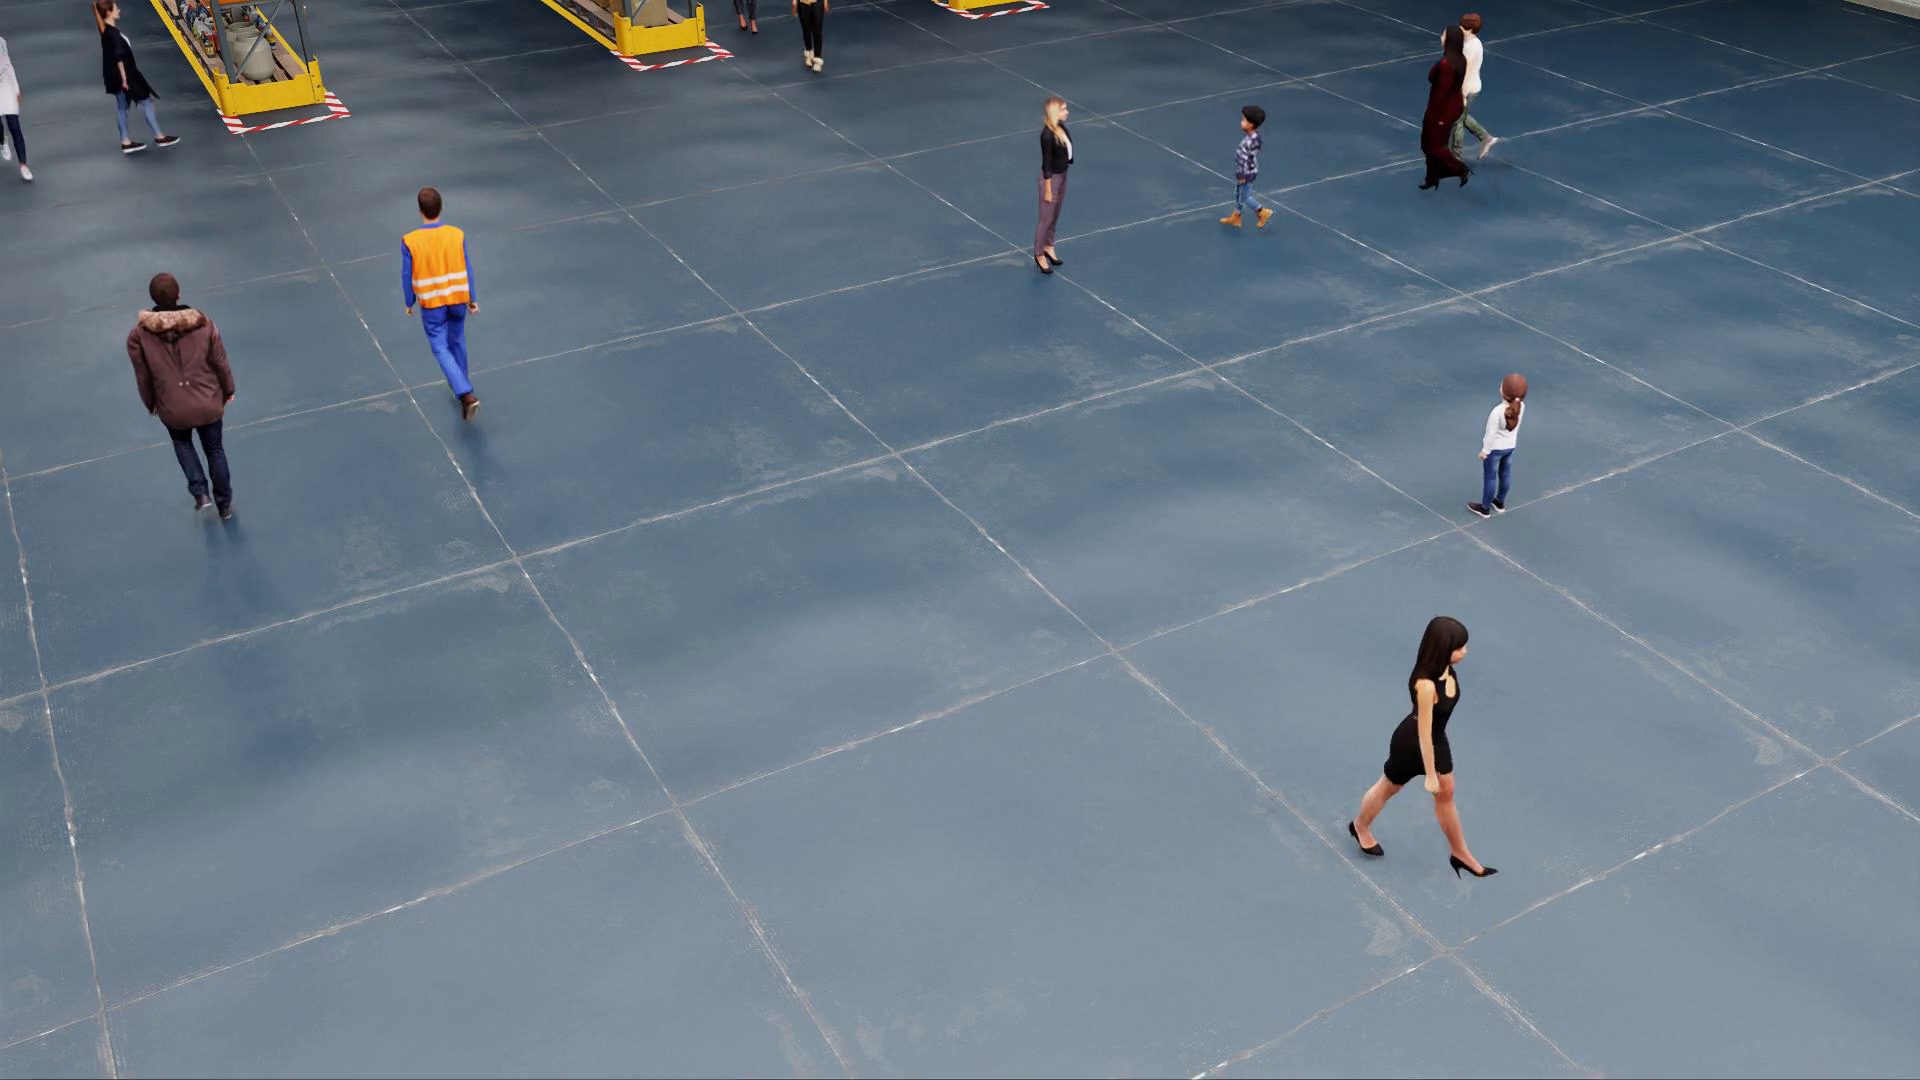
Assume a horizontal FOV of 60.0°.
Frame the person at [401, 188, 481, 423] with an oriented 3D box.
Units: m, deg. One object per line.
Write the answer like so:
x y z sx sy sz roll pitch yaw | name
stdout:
-4.006 -1.797 12.942 0.757 1.837 1.161 -21 38 -29 | person

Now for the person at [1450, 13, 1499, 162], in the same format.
5.548 -4.832 17.942 0.942 1.636 0.893 7 33 11 | person

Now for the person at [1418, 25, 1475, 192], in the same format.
5.082 -4.402 17.159 0.993 1.744 0.900 16 36 23 | person

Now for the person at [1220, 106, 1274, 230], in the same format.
2.883 -3.670 16.473 0.820 1.238 0.751 10 33 15 | person

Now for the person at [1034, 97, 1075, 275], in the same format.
0.851 -3.318 15.512 0.707 1.667 0.671 13 35 20 | person

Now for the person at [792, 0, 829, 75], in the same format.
-1.895 -6.747 21.002 0.962 1.610 1.181 1 32 1 | person

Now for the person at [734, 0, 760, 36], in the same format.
-2.984 -7.736 22.497 0.774 1.688 1.004 -11 34 -17 | person

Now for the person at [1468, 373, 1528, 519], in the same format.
3.864 -0.689 11.867 0.435 1.110 0.464 -17 36 -25 | person

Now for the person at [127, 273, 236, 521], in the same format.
-5.364 -0.933 11.580 0.794 1.830 0.730 -13 35 -20 | person

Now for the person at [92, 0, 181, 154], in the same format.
-9.303 -5.079 18.306 0.716 1.666 0.787 -21 38 -30 | person

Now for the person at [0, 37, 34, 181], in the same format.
-10.269 -4.752 17.697 0.679 1.761 0.972 -22 38 -31 | person

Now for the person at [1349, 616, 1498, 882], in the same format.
2.289 1.061 8.625 1.115 1.609 0.903 19 37 27 | person
